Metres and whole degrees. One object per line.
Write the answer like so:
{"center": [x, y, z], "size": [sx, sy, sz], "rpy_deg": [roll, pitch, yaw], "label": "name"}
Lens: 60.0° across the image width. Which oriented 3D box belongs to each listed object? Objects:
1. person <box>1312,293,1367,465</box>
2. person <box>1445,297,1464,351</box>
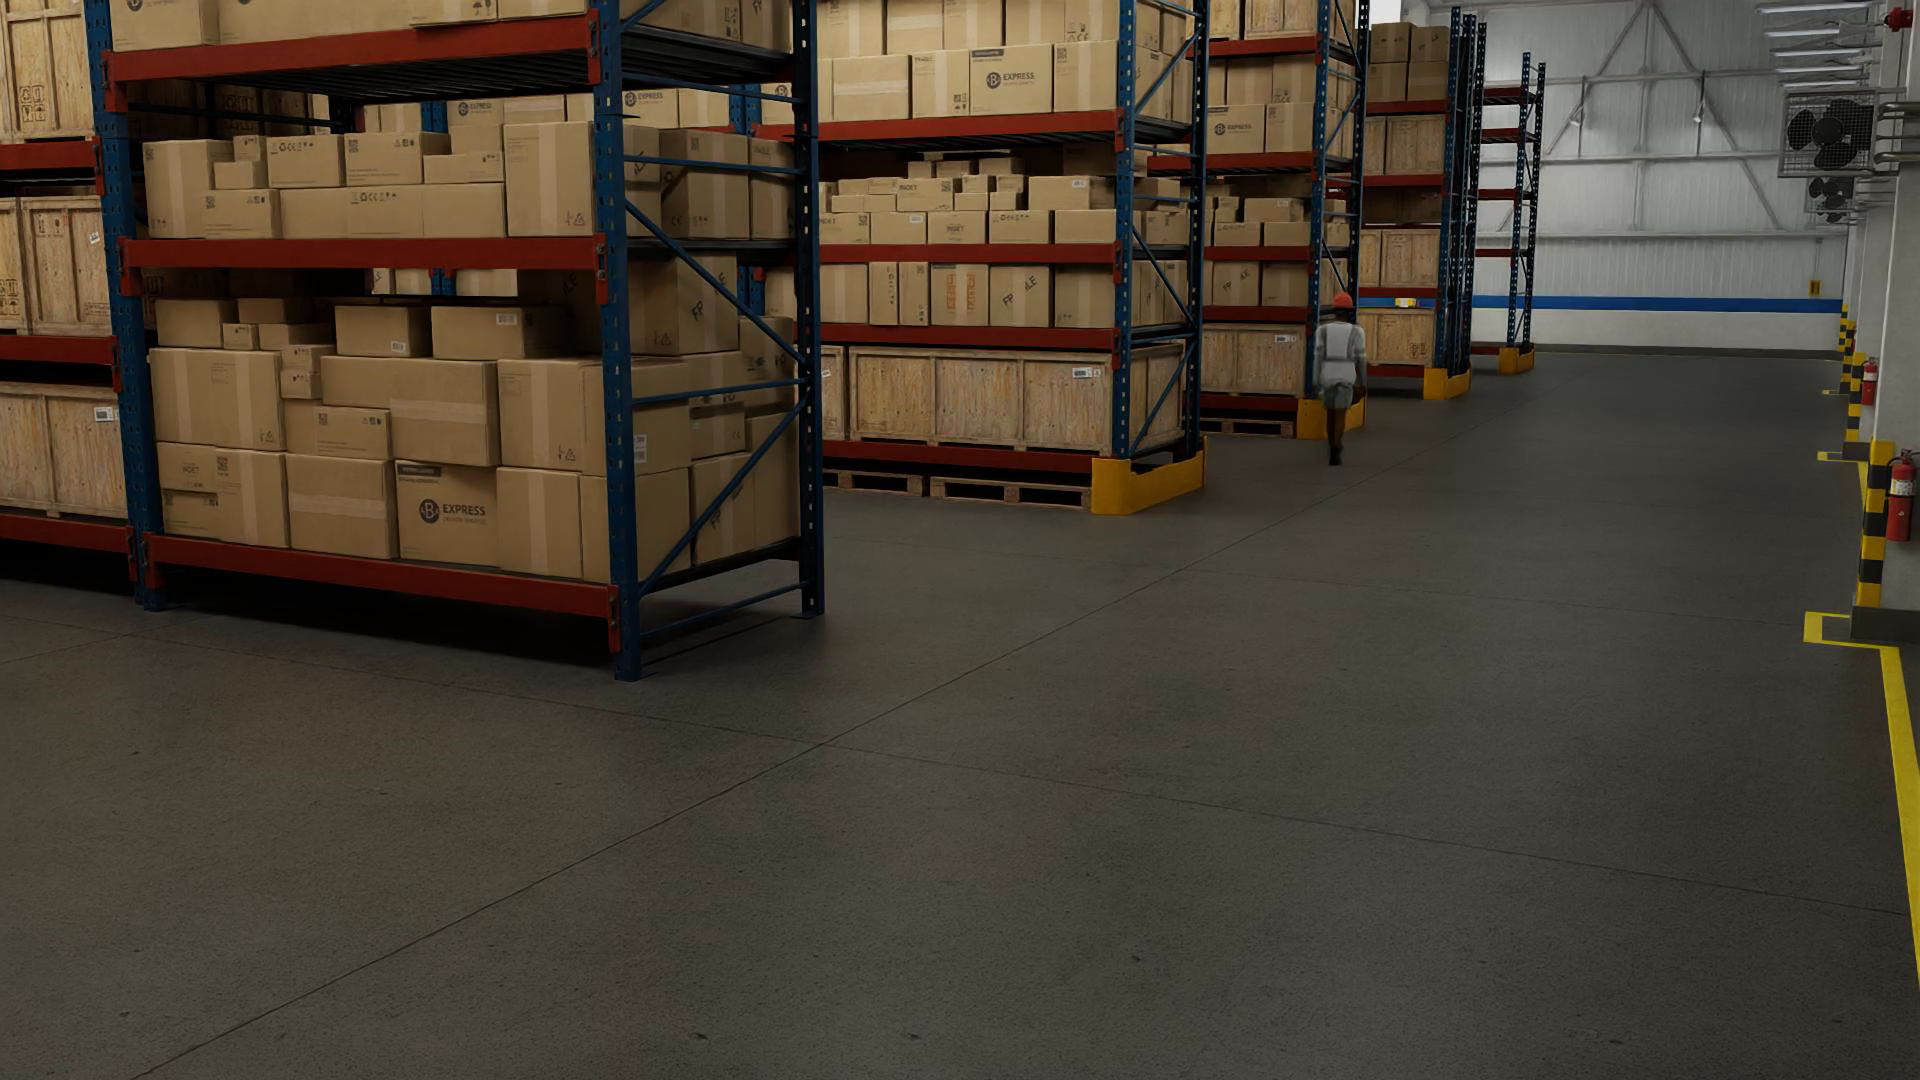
{"center": [4.247, -1.800, 18.559], "size": [0.573, 1.878, 1.013], "rpy_deg": [4, 11, 24], "label": "person"}
{"center": [8.661, -3.561, 29.496], "size": [0.668, 1.614, 0.531], "rpy_deg": [-5, 11, -28], "label": "person"}
